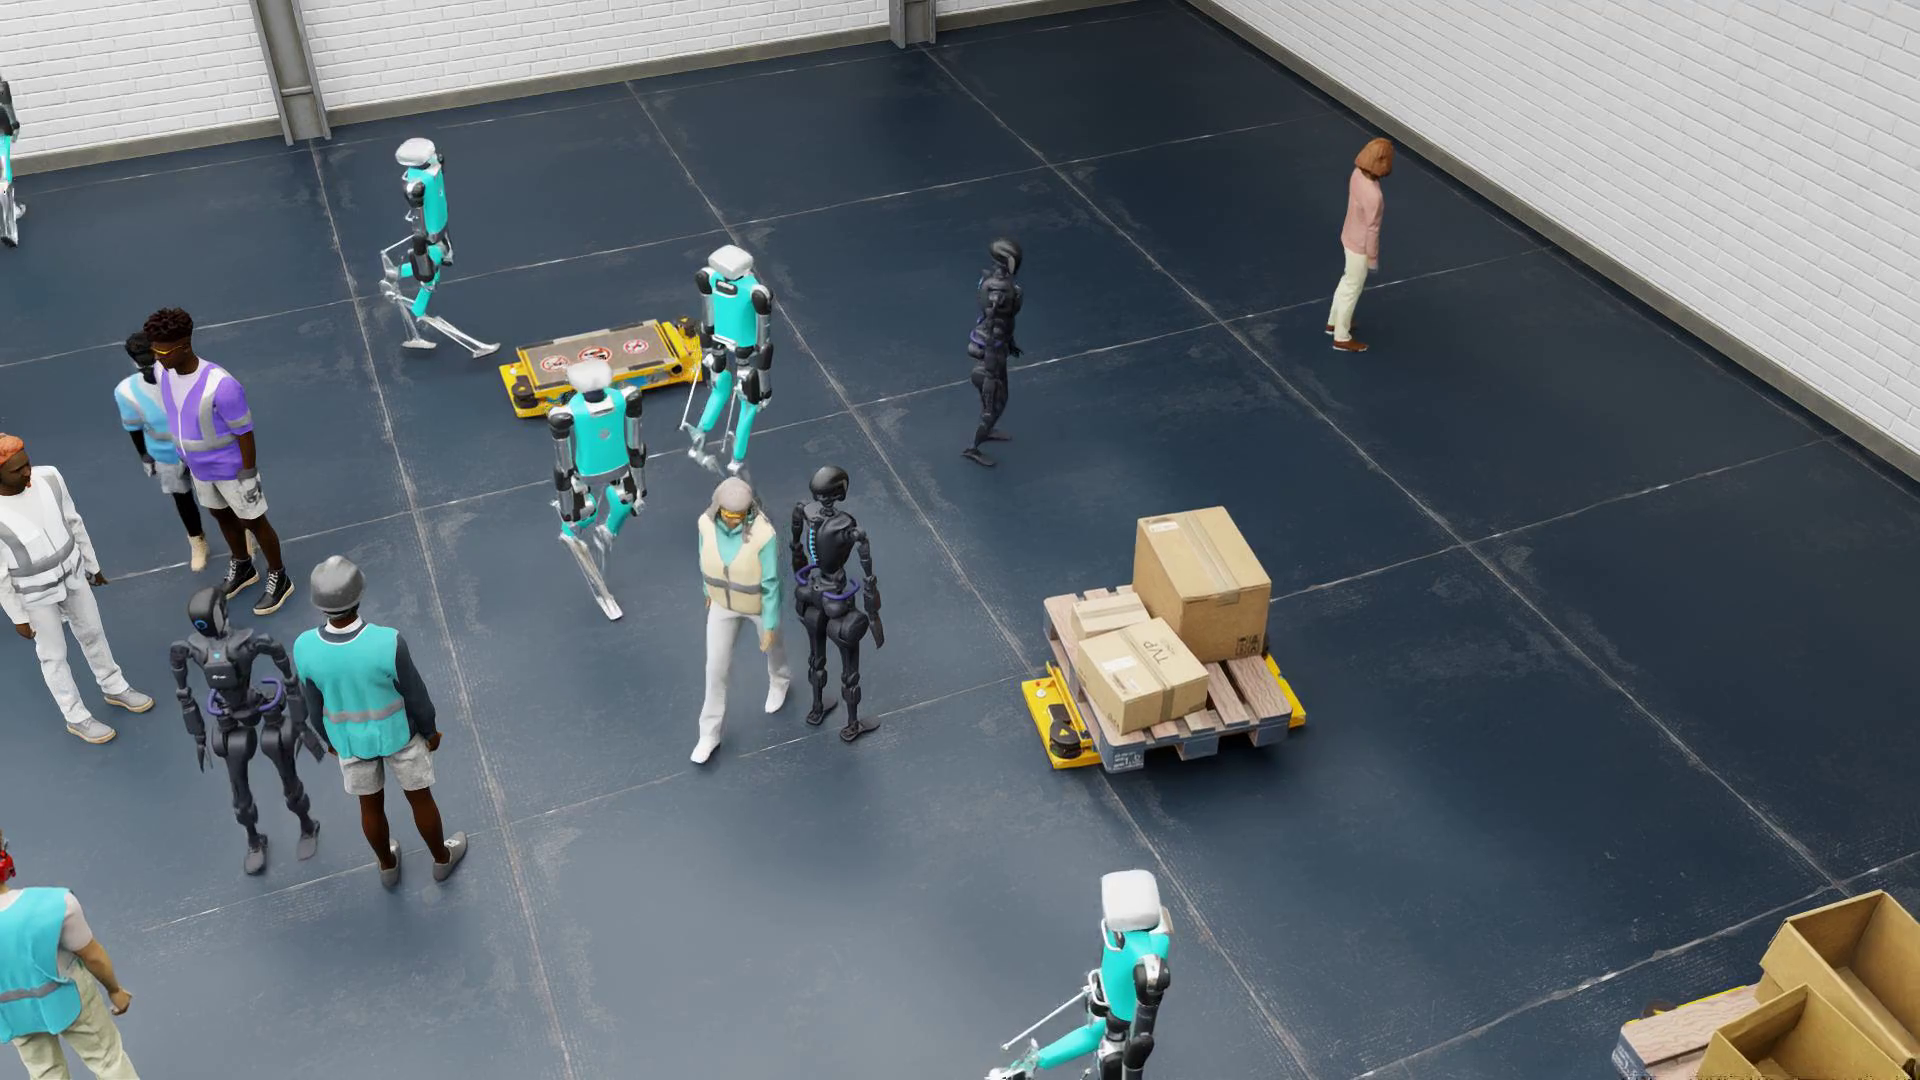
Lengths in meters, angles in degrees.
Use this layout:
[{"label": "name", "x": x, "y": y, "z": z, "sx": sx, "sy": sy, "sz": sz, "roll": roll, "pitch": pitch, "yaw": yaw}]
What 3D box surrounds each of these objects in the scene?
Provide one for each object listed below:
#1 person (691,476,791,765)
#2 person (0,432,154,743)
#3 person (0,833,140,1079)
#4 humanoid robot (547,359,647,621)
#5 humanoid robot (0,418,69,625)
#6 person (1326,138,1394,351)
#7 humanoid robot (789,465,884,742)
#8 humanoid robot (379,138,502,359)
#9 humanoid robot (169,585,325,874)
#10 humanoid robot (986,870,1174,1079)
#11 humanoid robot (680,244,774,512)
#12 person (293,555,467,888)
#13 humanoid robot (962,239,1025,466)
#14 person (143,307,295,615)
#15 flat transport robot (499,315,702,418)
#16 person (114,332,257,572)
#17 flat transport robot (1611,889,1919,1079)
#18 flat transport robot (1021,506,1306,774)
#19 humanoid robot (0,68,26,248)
[{"label": "person", "x": -1.141, "y": 0.389, "z": 8.616, "sx": 0.477, "sy": 1.666, "sz": 0.871, "roll": 9, "pitch": 39, "yaw": 12}, {"label": "person", "x": -4.710, "y": 0.241, "z": 8.641, "sx": 0.361, "sy": 1.880, "sz": 0.573, "roll": 14, "pitch": 40, "yaw": 18}, {"label": "person", "x": -3.619, "y": 1.842, "z": 6.581, "sx": 0.563, "sy": 1.844, "sz": 0.387, "roll": -9, "pitch": 38, "yaw": -11}, {"label": "humanoid robot", "x": -2.101, "y": -0.270, "z": 9.521, "sx": 0.544, "sy": 1.906, "sz": 0.722, "roll": -22, "pitch": 43, "yaw": -26}, {"label": "humanoid robot", "x": -5.702, "y": -0.228, "z": 9.404, "sx": 1.034, "sy": 1.748, "sz": 0.566, "roll": 12, "pitch": 39, "yaw": 15}, {"label": "person", "x": 2.870, "y": -2.105, "z": 11.903, "sx": 0.285, "sy": 1.626, "sz": 0.506, "roll": -1, "pitch": 38, "yaw": -2}, {"label": "humanoid robot", "x": -0.666, "y": 0.316, "z": 8.695, "sx": 0.599, "sy": 1.657, "sz": 0.315, "roll": 26, "pitch": 44, "yaw": 29}, {"label": "humanoid robot", "x": -3.812, "y": -1.989, "z": 11.656, "sx": 1.002, "sy": 1.734, "sz": 0.561, "roll": 3, "pitch": 38, "yaw": 4}, {"label": "humanoid robot", "x": -3.371, "y": 0.899, "z": 7.947, "sx": 0.600, "sy": 1.655, "sz": 0.328, "roll": -4, "pitch": 38, "yaw": -6}, {"label": "humanoid robot", "x": 0.339, "y": 1.987, "z": 6.510, "sx": 0.974, "sy": 1.778, "sz": 0.531, "roll": -5, "pitch": 38, "yaw": -6}, {"label": "humanoid robot", "x": -1.473, "y": -0.887, "z": 10.244, "sx": 0.549, "sy": 1.820, "sz": 0.665, "roll": 20, "pitch": 42, "yaw": 24}, {"label": "person", "x": -2.715, "y": 0.893, "z": 7.741, "sx": 0.553, "sy": 1.940, "sz": 0.418, "roll": -4, "pitch": 38, "yaw": -5}, {"label": "humanoid robot", "x": 0.209, "y": -1.213, "z": 10.702, "sx": 0.377, "sy": 1.634, "sz": 0.585, "roll": 9, "pitch": 38, "yaw": 11}, {"label": "person", "x": -4.235, "y": -0.447, "z": 9.464, "sx": 0.609, "sy": 1.965, "sz": 0.364, "roll": 16, "pitch": 40, "yaw": 20}, {"label": "flat transport robot", "x": -2.521, "y": -1.248, "z": 11.898, "sx": 1.431, "sy": 0.231, "sz": 0.659, "roll": -14, "pitch": 40, "yaw": -18}, {"label": "person", "x": -4.569, "y": -0.520, "z": 9.793, "sx": 0.539, "sy": 1.679, "sz": 0.380, "roll": -12, "pitch": 39, "yaw": -15}, {"label": "flat transport robot", "x": 3.534, "y": 2.505, "z": 7.013, "sx": 0.659, "sy": 0.231, "sz": 1.431, "roll": -12, "pitch": 39, "yaw": -15}, {"label": "flat transport robot", "x": 1.114, "y": 0.863, "z": 9.150, "sx": 1.431, "sy": 0.231, "sz": 0.659, "roll": -9, "pitch": 38, "yaw": -11}, {"label": "humanoid robot", "x": -7.844, "y": -3.204, "z": 13.309, "sx": 0.531, "sy": 1.823, "sz": 0.922, "roll": -9, "pitch": 39, "yaw": -12}]
